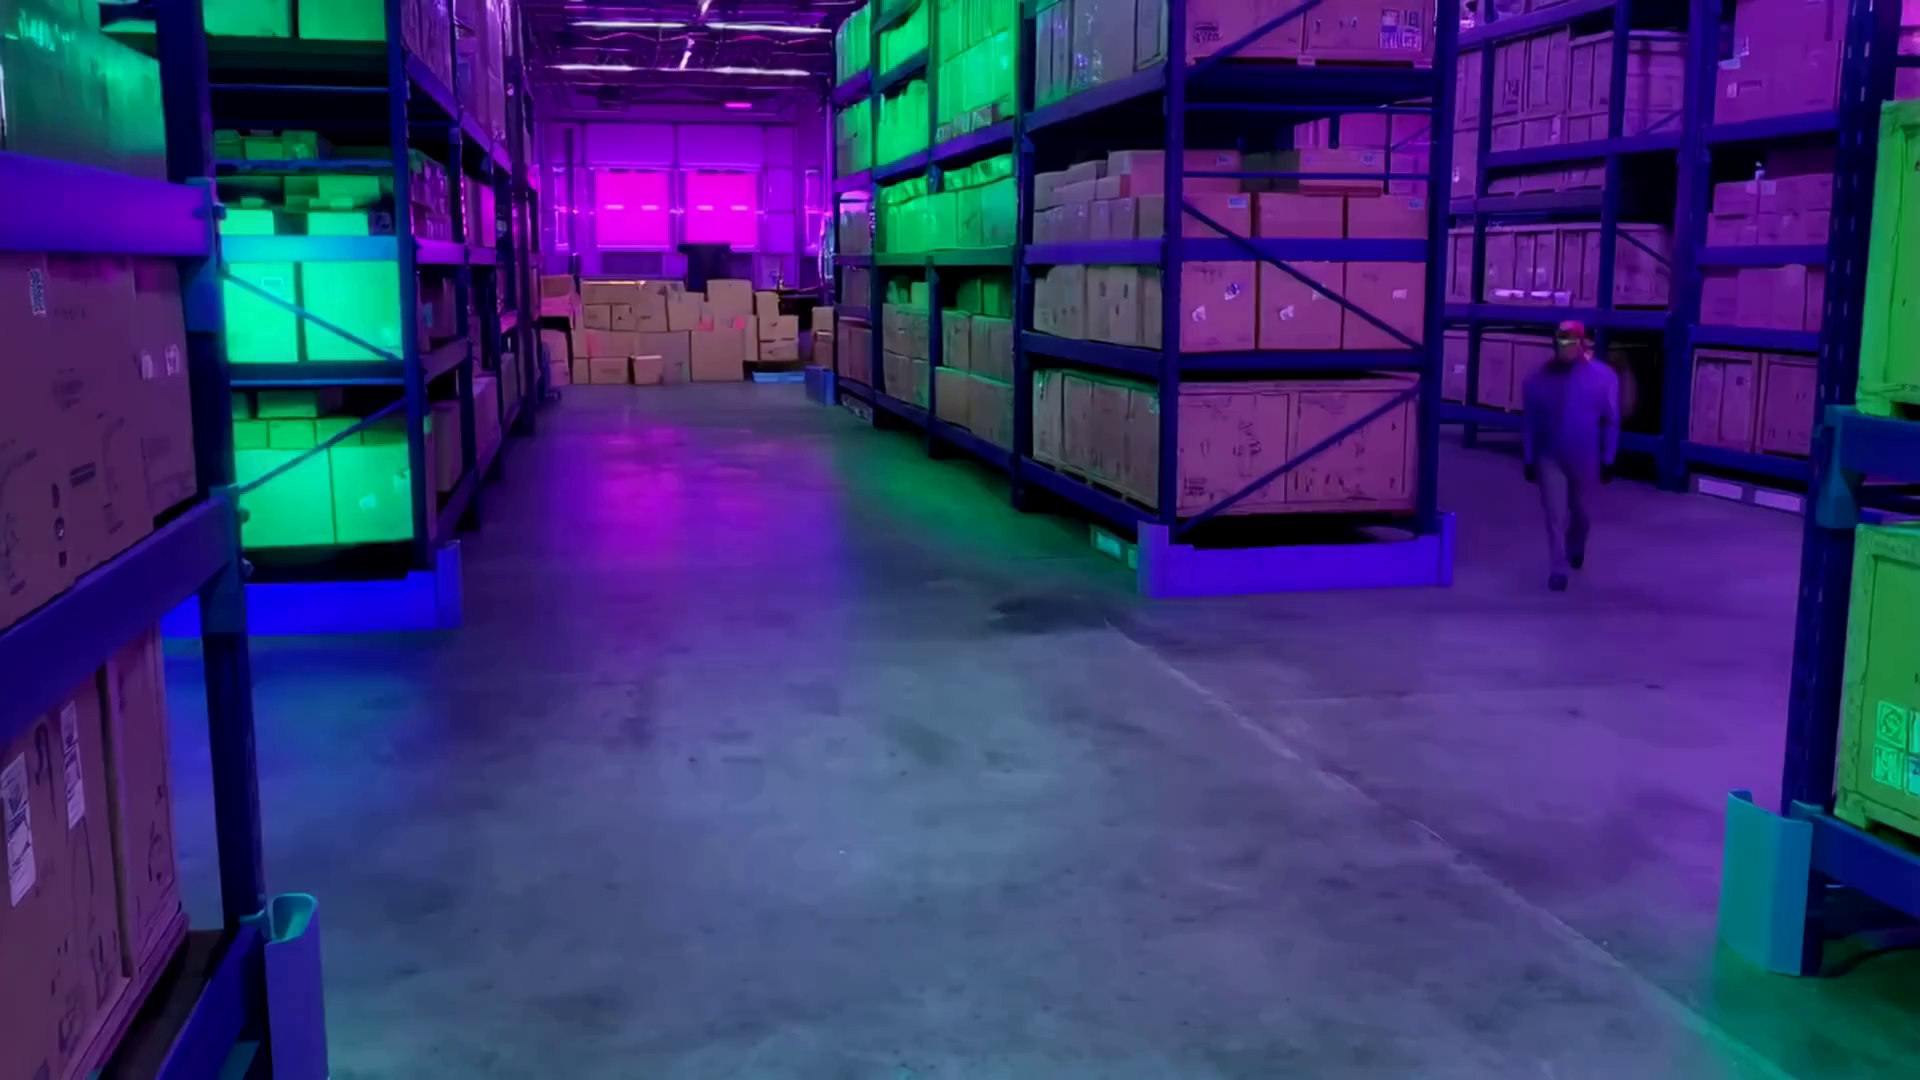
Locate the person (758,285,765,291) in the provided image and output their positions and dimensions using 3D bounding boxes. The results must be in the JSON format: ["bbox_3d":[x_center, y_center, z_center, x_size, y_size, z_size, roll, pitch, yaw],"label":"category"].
[{"bbox_3d":[-6.245,-7.253,52.743,0.890,1.644,0.549,2,10,13],"label":"person"}]

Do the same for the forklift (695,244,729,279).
[{"bbox_3d":[-6.639,-6.533,44.642,1.129,2.768,1.873,5,11,28],"label":"forklift"}]

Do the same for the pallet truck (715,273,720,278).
[{"bbox_3d":[-8.580,-8.986,62.280,1.885,1.965,0.823,1,9,5],"label":"pallet truck"}]

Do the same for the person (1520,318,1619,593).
[{"bbox_3d":[4.207,-0.600,11.523,0.649,1.878,0.667,3,10,17],"label":"person"}]
